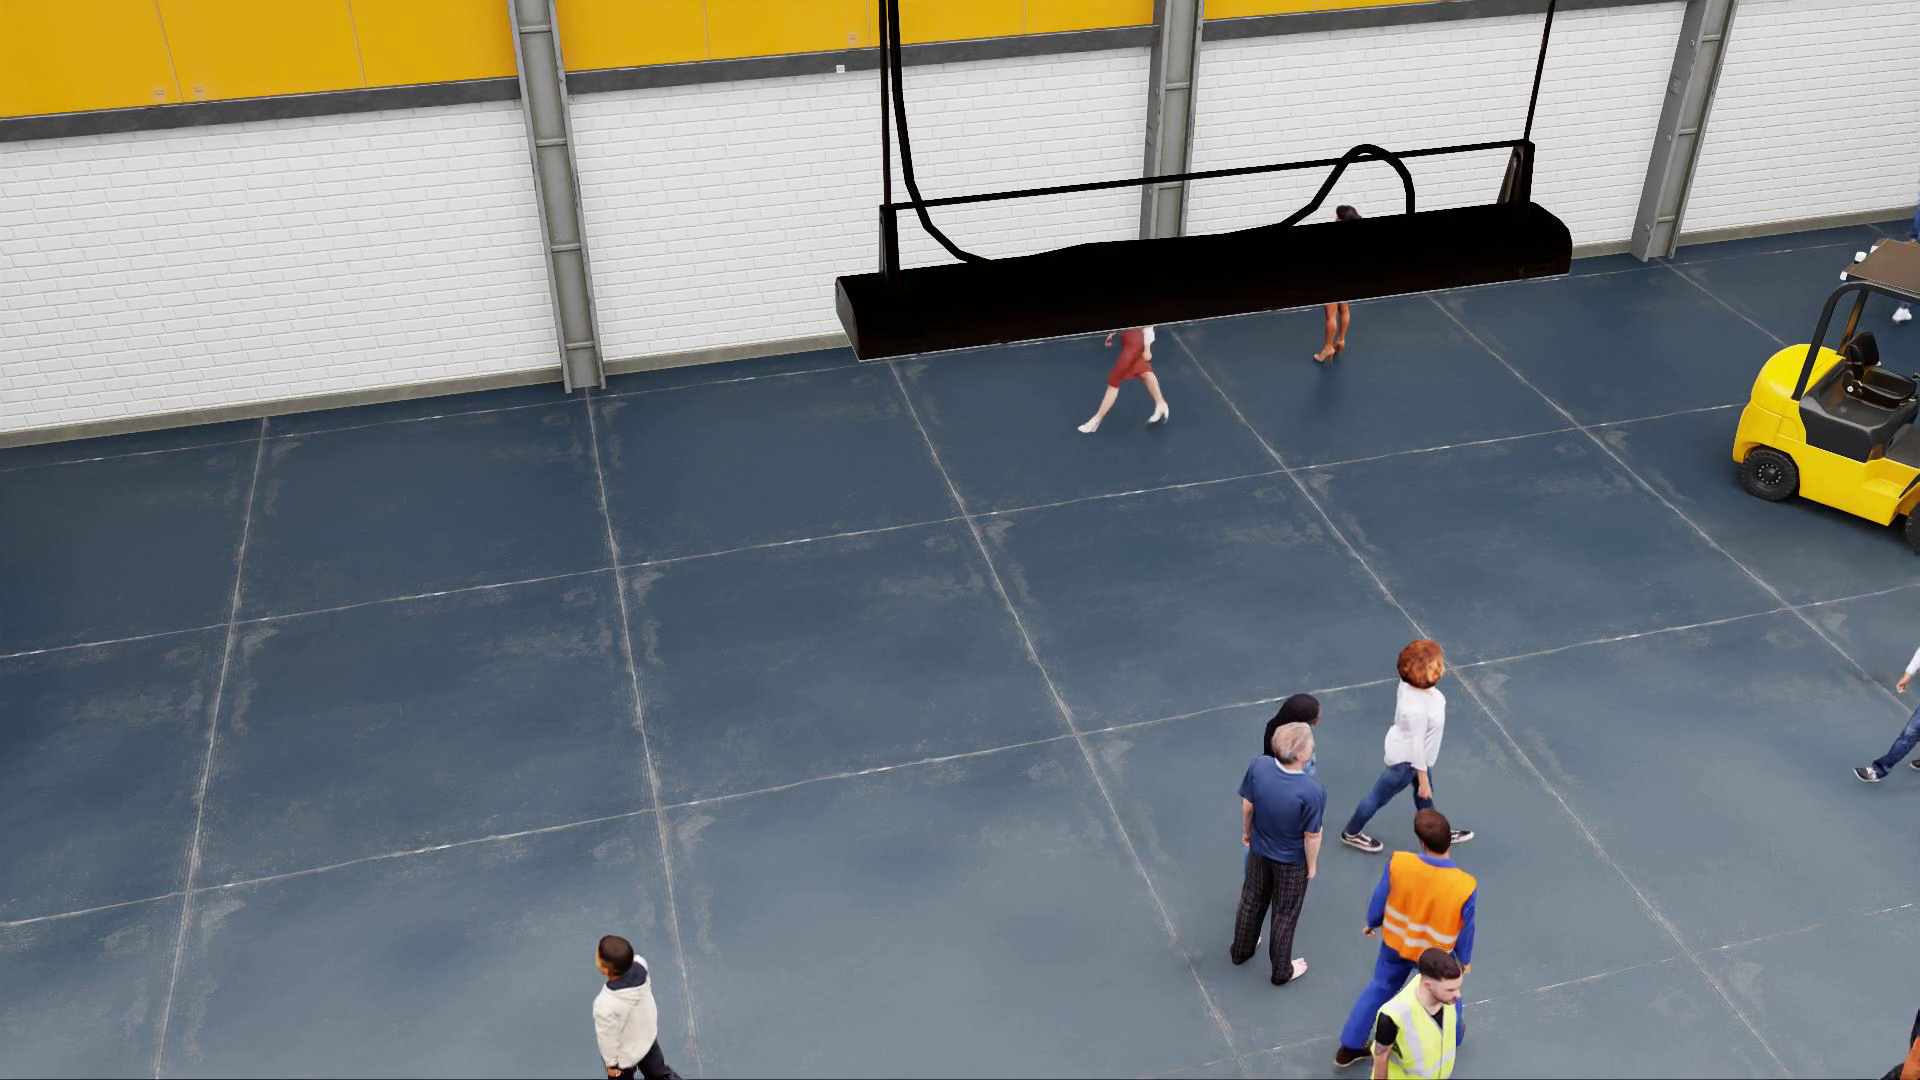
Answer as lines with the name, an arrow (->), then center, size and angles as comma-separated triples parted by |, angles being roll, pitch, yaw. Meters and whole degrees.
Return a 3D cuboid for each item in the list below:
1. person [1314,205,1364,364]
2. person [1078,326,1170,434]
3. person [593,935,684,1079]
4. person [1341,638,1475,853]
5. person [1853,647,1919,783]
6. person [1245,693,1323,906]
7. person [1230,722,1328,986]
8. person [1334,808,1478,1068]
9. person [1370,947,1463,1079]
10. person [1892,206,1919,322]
person -> 3.735, -2.532, 16.411 | 0.682, 1.639, 0.748 | -27, 42, -34
person -> 1.654, -1.747, 15.186 | 1.132, 1.688, 0.601 | -9, 35, -14
person -> -1.677, 2.658, 8.785 | 1.000, 1.436, 0.915 | 15, 36, 21
person -> 2.737, 1.335, 10.559 | 1.175, 1.676, 1.017 | 10, 35, 14
person -> 6.698, 0.984, 11.230 | 1.056, 1.519, 0.608 | -6, 34, -8
person -> 1.882, 1.633, 10.089 | 0.650, 1.701, 0.746 | -15, 36, -21
person -> 1.856, 1.810, 9.670 | 0.736, 1.870, 0.744 | 25, 41, 33
person -> 2.420, 2.237, 9.078 | 1.079, 1.814, 1.153 | 26, 41, 33
person -> 2.248, 2.706, 8.343 | 0.814, 1.846, 0.895 | -27, 42, -35
person -> 10.021, -3.078, 17.123 | 1.258, 1.760, 0.922 | -20, 38, -27
